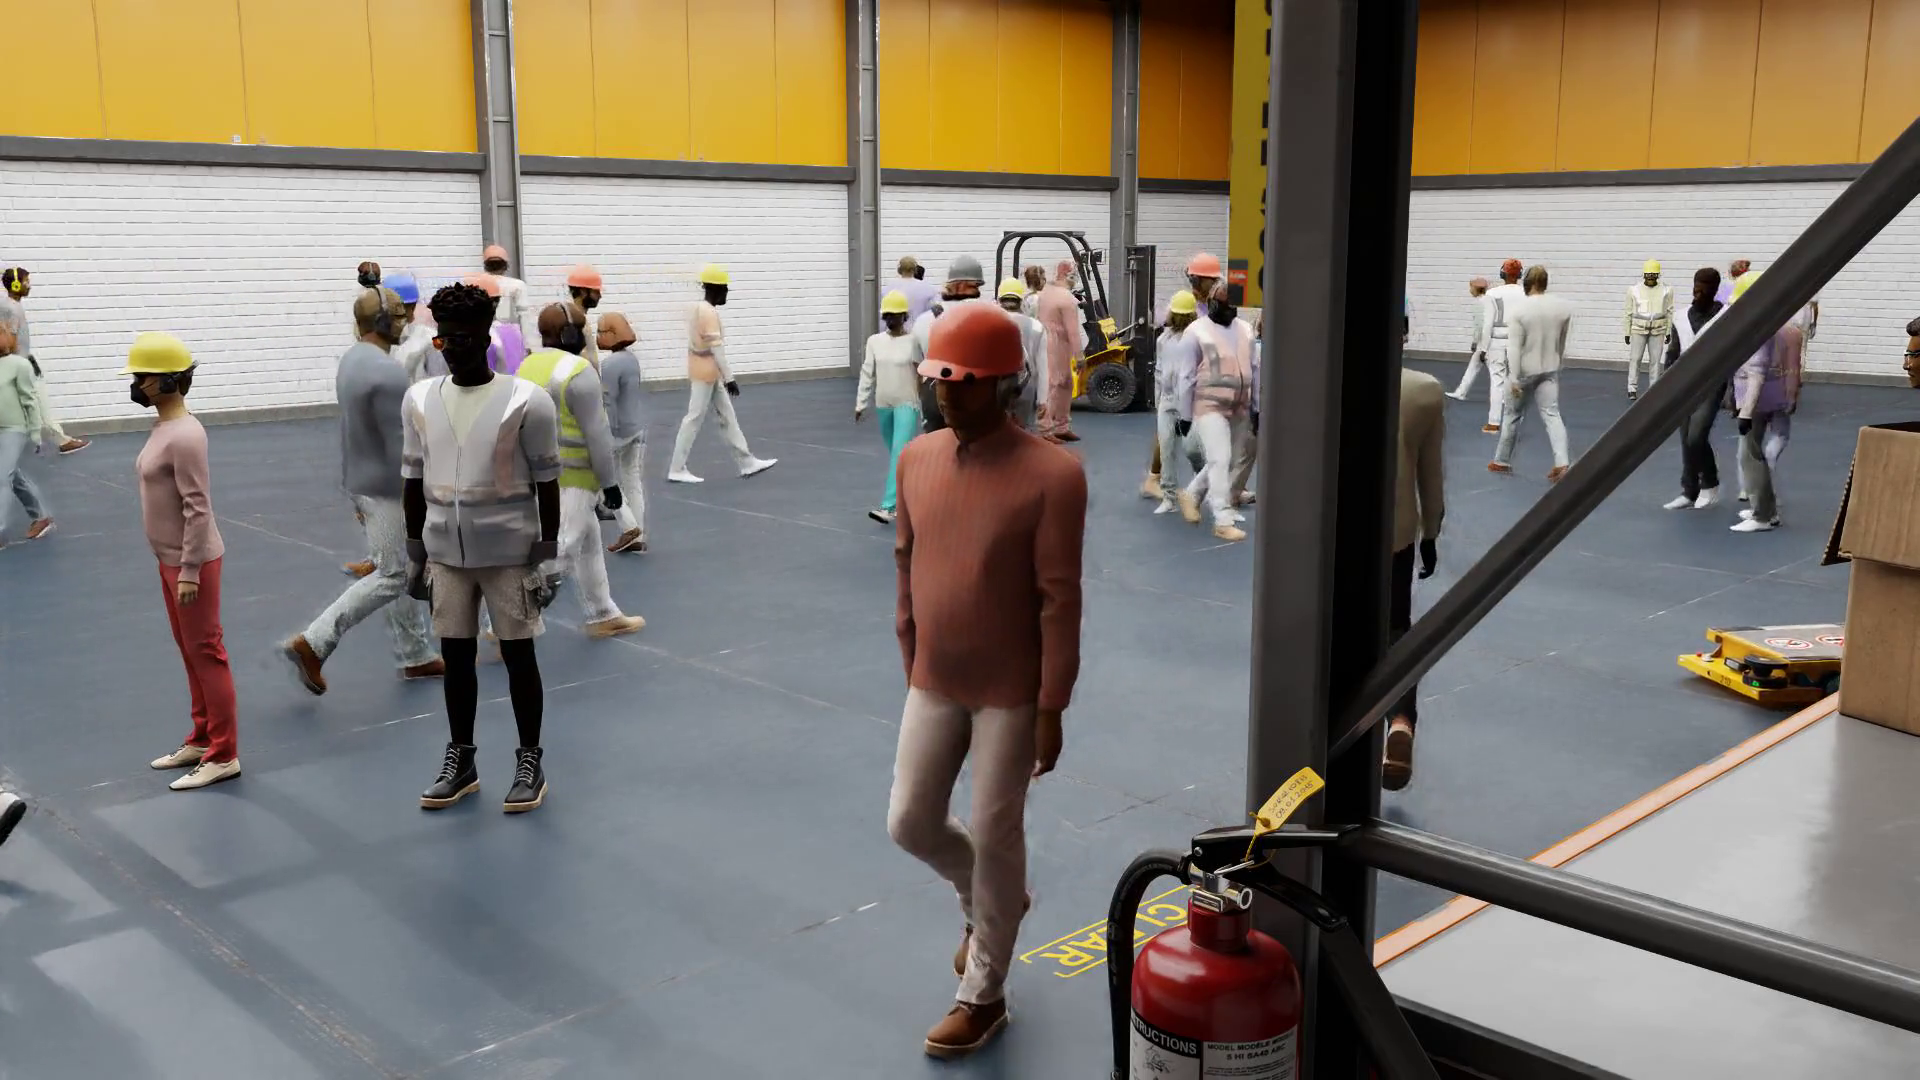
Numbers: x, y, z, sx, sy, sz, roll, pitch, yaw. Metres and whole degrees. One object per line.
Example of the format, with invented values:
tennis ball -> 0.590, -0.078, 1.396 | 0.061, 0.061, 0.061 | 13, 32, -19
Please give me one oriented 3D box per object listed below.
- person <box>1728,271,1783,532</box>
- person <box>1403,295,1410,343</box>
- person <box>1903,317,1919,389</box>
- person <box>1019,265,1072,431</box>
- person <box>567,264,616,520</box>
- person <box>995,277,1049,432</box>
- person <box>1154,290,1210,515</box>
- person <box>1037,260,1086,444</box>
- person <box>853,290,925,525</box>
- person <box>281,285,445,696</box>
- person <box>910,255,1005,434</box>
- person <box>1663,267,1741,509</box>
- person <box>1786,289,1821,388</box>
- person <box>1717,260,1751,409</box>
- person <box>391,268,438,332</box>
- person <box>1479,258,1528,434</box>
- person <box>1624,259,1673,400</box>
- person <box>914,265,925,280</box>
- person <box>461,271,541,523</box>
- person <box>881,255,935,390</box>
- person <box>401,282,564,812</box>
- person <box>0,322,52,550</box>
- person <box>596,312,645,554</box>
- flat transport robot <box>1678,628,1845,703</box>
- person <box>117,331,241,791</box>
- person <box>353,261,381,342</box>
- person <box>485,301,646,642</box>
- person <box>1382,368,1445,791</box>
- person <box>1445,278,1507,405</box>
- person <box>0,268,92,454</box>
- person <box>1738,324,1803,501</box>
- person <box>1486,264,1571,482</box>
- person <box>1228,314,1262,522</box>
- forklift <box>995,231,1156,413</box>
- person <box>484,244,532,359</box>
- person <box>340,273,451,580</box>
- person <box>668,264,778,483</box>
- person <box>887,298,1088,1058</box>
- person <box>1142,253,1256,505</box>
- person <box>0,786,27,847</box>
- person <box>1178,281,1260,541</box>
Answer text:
person -> 5.715, -0.985, 11.961 | 0.498, 1.878, 0.676 | 4, 11, 22
person -> 5.728, -2.751, 22.141 | 0.550, 1.671, 0.654 | 7, 12, 32
person -> 3.539, 0.105, 6.076 | 0.509, 1.860, 0.333 | -10, 14, -43
person -> 0.854, -2.033, 17.874 | 0.939, 1.799, 0.521 | -4, 11, -21
person -> -2.842, -1.083, 12.379 | 0.517, 1.919, 0.559 | -3, 11, -15
person -> 0.364, -1.144, 13.042 | 0.589, 1.802, 0.692 | -2, 11, -12
person -> 1.737, -1.065, 12.810 | 0.493, 1.717, 0.560 | 7, 12, 33
person -> 1.085, -1.903, 16.959 | 0.705, 1.875, 0.679 | -4, 11, -19
person -> -0.516, -0.973, 12.326 | 0.528, 1.725, 0.892 | 6, 12, 31
person -> -2.750, -0.214, 7.693 | 0.810, 1.914, 0.635 | -7, 13, -34
person -> 0.043, -0.887, 10.978 | 0.702, 2.000, 0.869 | 4, 11, 19
person -> 5.690, -1.140, 12.775 | 0.454, 1.886, 0.698 | -5, 12, -26
person -> 11.637, -3.013, 23.125 | 0.531, 1.848, 0.733 | 7, 12, 33
person -> 9.543, -2.504, 20.361 | 0.642, 1.826, 0.596 | -2, 11, -12
person -> -4.231, -1.142, 12.790 | 0.435, 1.884, 0.675 | -5, 12, -28
person -> 5.888, -2.075, 17.888 | 0.587, 1.882, 0.342 | -1, 10, -4
person -> 8.925, -2.719, 21.577 | 0.592, 1.825, 0.403 | 2, 11, 13
person -> -0.629, -3.223, 24.681 | 0.525, 1.689, 0.320 | 3, 11, 17
person -> -2.829, -0.713, 10.379 | 0.607, 1.914, 0.581 | 2, 11, 8
person -> -0.590, -2.326, 19.190 | 0.635, 1.916, 0.855 | -3, 11, -14
person -> -1.774, 0.035, 6.153 | 0.617, 1.964, 0.361 | 2, 11, 9
person -> -6.577, -0.742, 11.423 | 0.518, 1.588, 0.866 | 1, 10, 8
person -> -2.284, -0.699, 11.084 | 0.352, 1.618, 0.533 | 2, 11, 13
flat transport robot -> 4.253, 0.567, 7.880 | 1.431, 0.197, 0.652 | -1, 10, -8
person -> -3.029, 0.080, 6.454 | 0.314, 1.769, 0.524 | -7, 13, -34
person -> -6.565, -2.193, 18.648 | 0.429, 1.842, 0.636 | -6, 12, -32
person -> -2.064, -0.317, 8.542 | 0.927, 1.812, 0.621 | -9, 14, -40
person -> 1.579, -0.019, 6.446 | 0.625, 1.974, 0.830 | 0, 10, 3
person -> 6.611, -2.498, 20.983 | 0.884, 1.589, 0.547 | 4, 11, 23
person -> -9.031, -1.703, 16.039 | 0.971, 1.818, 0.538 | -9, 14, -40
person -> 6.419, -1.161, 13.279 | 0.528, 1.756, 0.410 | 10, 14, 44
person -> 5.032, -1.453, 14.515 | 0.635, 1.897, 1.033 | -2, 11, -11
person -> 2.249, -0.894, 12.241 | 0.525, 1.597, 0.800 | -9, 14, -41
forklift -> 1.222, -2.721, 20.561 | 2.313, 2.155, 1.214 | 2, 11, 13
person -> -4.821, -2.083, 17.516 | 0.648, 2.030, 0.515 | -1, 10, -5
person -> -3.458, -0.673, 10.192 | 0.622, 1.890, 1.008 | 8, 13, 38
person -> -2.089, -1.424, 14.365 | 0.988, 1.875, 0.612 | -1, 10, -8
person -> 0.068, 0.360, 4.357 | 0.611, 1.976, 0.503 | 7, 13, 34
person -> 1.896, -1.260, 13.174 | 1.015, 1.997, 0.618 | 10, 14, 43
person -> -3.508, 0.350, 5.407 | 0.649, 1.610, 0.544 | -1, 10, -3
person -> 1.830, -0.942, 11.907 | 0.623, 1.815, 0.816 | -7, 12, -33
